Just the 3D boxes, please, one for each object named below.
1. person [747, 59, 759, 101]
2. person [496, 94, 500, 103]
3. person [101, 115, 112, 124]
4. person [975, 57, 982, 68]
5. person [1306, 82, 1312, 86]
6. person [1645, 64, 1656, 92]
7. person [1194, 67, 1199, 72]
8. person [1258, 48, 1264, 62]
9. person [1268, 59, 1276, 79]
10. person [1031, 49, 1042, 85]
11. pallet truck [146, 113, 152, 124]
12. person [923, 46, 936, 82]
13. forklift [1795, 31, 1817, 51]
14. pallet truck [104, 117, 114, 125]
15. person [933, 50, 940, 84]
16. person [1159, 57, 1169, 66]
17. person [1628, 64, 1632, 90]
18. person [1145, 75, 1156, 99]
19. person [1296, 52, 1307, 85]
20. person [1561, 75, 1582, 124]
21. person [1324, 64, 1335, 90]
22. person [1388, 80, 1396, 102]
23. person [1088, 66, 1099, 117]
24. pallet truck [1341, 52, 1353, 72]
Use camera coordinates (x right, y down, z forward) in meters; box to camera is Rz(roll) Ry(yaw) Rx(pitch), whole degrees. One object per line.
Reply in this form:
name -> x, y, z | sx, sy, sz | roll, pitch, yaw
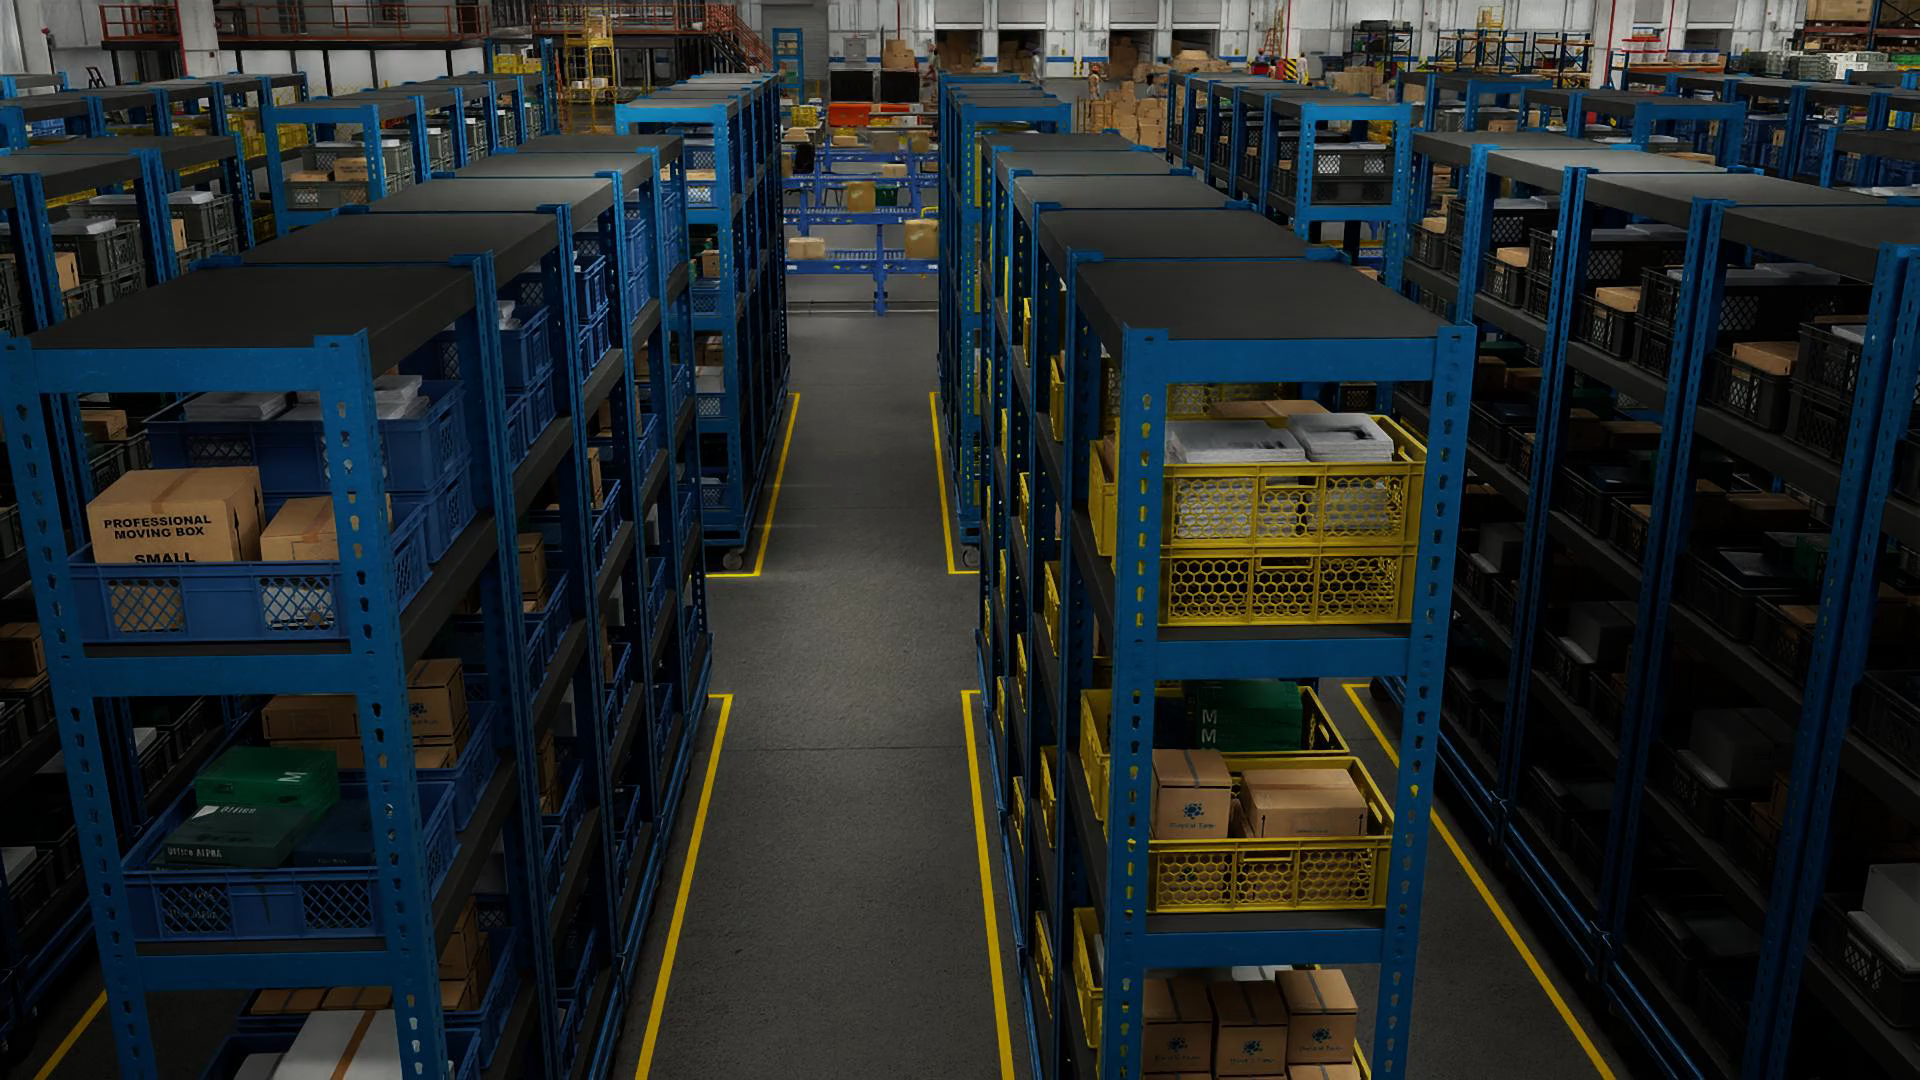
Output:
person -> -9.279, -20.647, 74.752 | 0.584, 1.881, 0.339 | 2, 18, 7
person -> -12.051, -10.830, 44.218 | 1.059, 1.987, 0.624 | -6, 19, -18
person -> -21.317, -9.890, 41.438 | 0.451, 1.899, 0.661 | 10, 20, 28
person -> 0.862, -23.488, 83.826 | 0.839, 1.701, 0.507 | 14, 23, 38
person -> 11.923, -14.856, 57.140 | 0.320, 1.692, 0.534 | 7, 19, 20
person -> 30.785, -20.425, 74.086 | 0.574, 1.876, 0.355 | -7, 19, -21
person -> 9.161, -17.692, 65.621 | 0.544, 1.872, 0.634 | -2, 18, -7
person -> 16.308, -25.720, 90.379 | 0.372, 1.931, 0.552 | 0, 18, -1
person -> 15.085, -22.394, 80.474 | 0.321, 1.691, 0.535 | 16, 24, 41
person -> 4.051, -25.280, 89.007 | 0.633, 1.934, 0.620 | 13, 22, 34
pallet truck -> -18.087, -8.309, 36.390 | 1.885, 1.965, 0.823 | -1, 18, -4
person -> -1.657, -26.887, 93.922 | 0.809, 1.975, 0.608 | 2, 18, 8
forklift -> 45.898, -26.250, 90.495 | 1.129, 2.768, 1.873 | -1, 18, -2
pallet truck -> -18.367, -7.885, 35.078 | 1.885, 1.965, 0.823 | 1, 18, 2
person -> -1.301, -26.031, 91.502 | 0.429, 1.831, 0.641 | -5, 19, -15
person -> 9.771, -22.118, 79.405 | 0.628, 1.829, 0.453 | -17, 24, -42
person -> 30.373, -21.038, 75.974 | 0.584, 1.882, 0.972 | -15, 23, -38
person -> 6.573, -15.197, 57.851 | 1.028, 1.909, 0.614 | 0, 18, -1
person -> 17.072, -23.378, 83.114 | 0.370, 1.940, 0.631 | -17, 24, -42
person -> 20.169, -14.312, 54.895 | 0.684, 2.000, 0.538 | 10, 20, 28
person -> 15.534, -19.117, 70.062 | 0.449, 1.851, 0.552 | -15, 23, -39
person -> 15.067, -15.087, 57.766 | 0.735, 1.743, 0.526 | 12, 22, 34
person -> 5.263, -17.551, 65.086 | 0.373, 1.934, 0.551 | -14, 22, -36
pallet truck -> 18.794, -23.123, 82.231 | 0.823, 1.965, 1.885 | -13, 22, -35
